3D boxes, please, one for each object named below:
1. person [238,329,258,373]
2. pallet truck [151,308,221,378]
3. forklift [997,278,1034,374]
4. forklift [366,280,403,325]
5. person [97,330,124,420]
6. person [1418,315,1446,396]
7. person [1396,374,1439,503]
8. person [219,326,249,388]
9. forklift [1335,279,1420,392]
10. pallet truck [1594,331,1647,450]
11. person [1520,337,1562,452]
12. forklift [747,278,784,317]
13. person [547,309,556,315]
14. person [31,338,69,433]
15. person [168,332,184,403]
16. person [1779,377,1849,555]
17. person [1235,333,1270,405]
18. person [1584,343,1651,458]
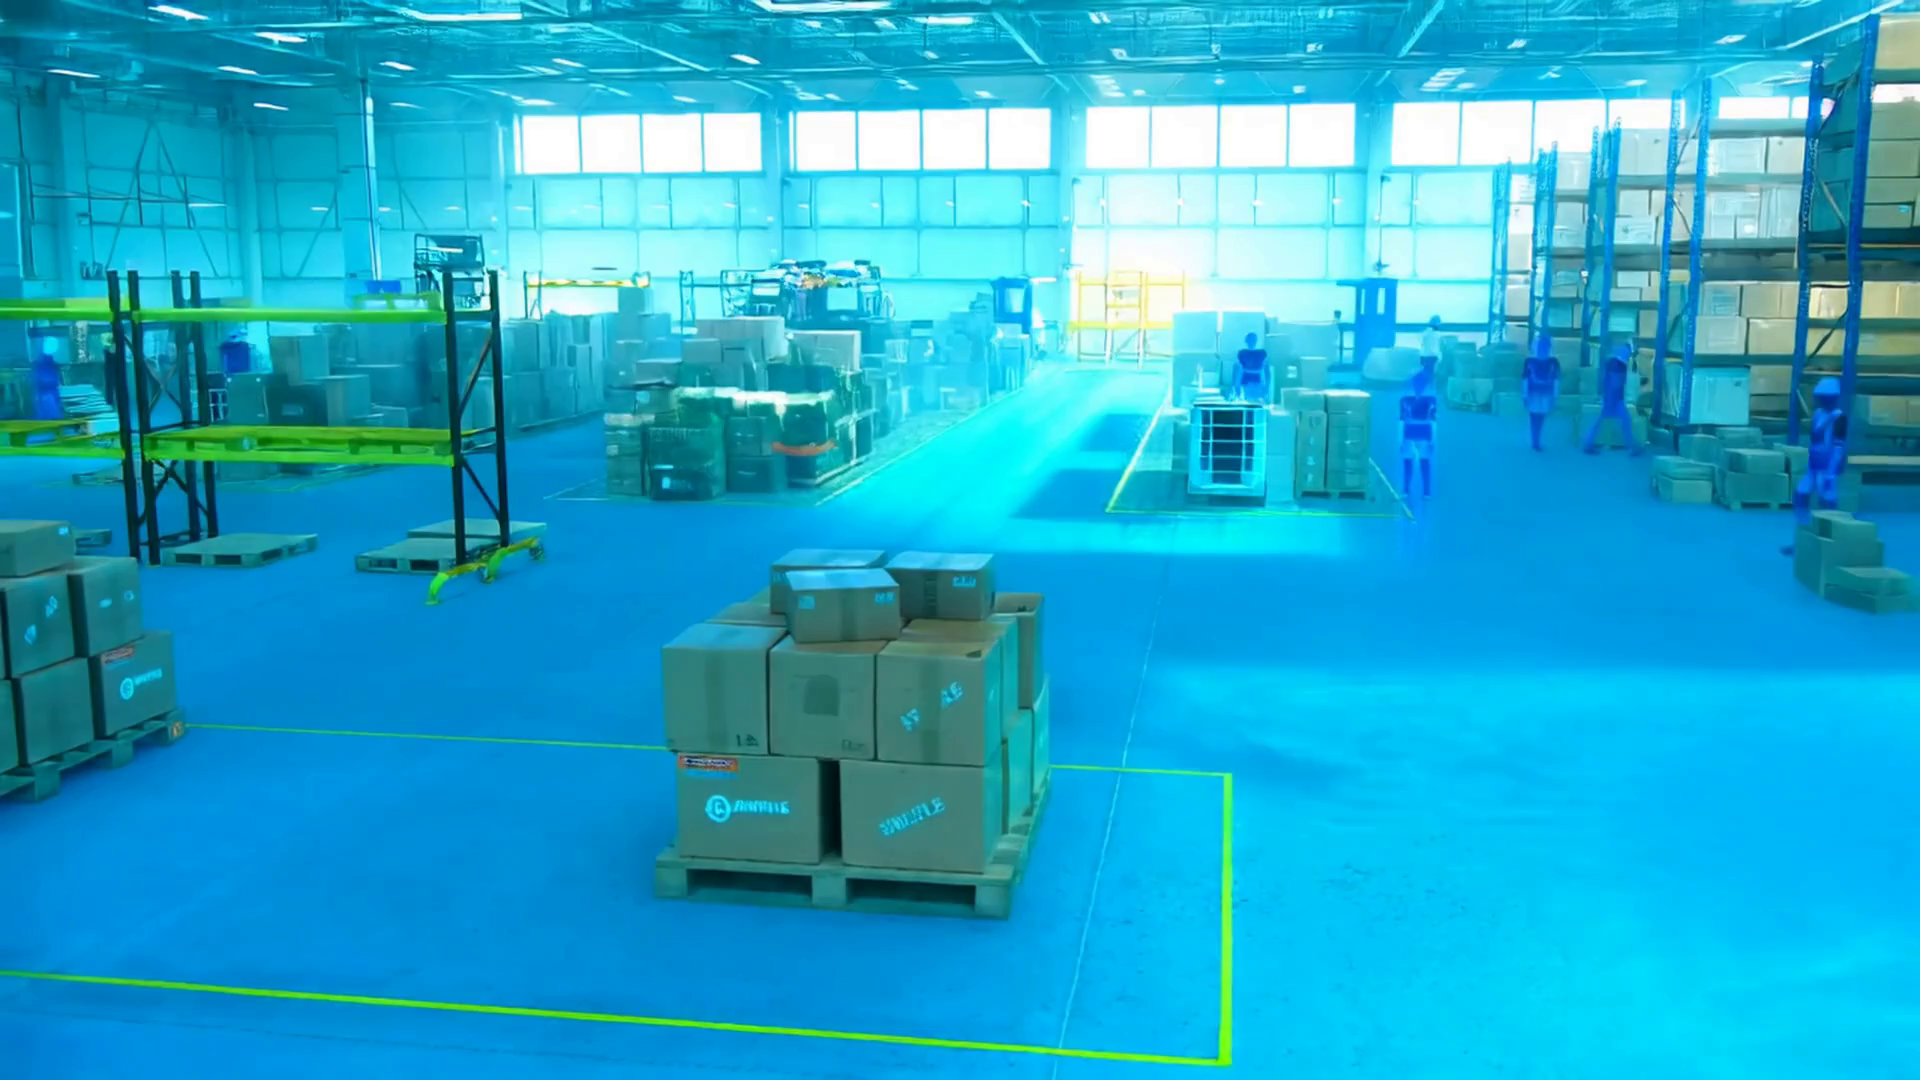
[{"bbox_3d":[-15.686,-3.746,36.512,0.493,1.743,0.301,-3,10,-16],"label":"person"},{"bbox_3d":[-21.869,-5.598,47.154,0.823,1.965,1.885,4,10,26],"label":"pallet truck"},{"bbox_3d":[1.524,-6.126,47.697,1.129,2.768,1.873,1,9,9],"label":"forklift"},{"bbox_3d":[-12.302,-4.178,35.681,1.873,2.768,1.129,1,9,9],"label":"forklift"},{"bbox_3d":[-17.334,-3.375,34.011,0.513,1.826,0.732,-6,11,-32],"label":"person"},{"bbox_3d":[11.513,-4.473,40.354,0.616,1.946,0.966,-4,10,-23],"label":"person"},{"bbox_3d":[5.966,-1.326,21.725,0.541,1.698,0.315,0,9,-2],"label":"person"},{"bbox_3d":[-14.740,-3.381,33.755,0.646,1.913,0.779,0,9,2],"label":"person"},{"bbox_3d":[10.612,-5.198,41.975,1.129,2.768,1.873,-7,11,-35],"label":"forklift"},{"bbox_3d":[11.253,-2.573,28.499,0.823,1.965,1.885,5,10,27],"label":"pallet truck"},{"bbox_3d":[9.734,-2.422,27.797,0.622,1.910,1.037,1,9,5],"label":"person"},{"bbox_3d":[-5.096,-5.498,43.826,1.129,2.768,1.873,-3,10,-15],"label":"forklift"},{"bbox_3d":[-12.054,-5.955,49.716,0.451,1.884,0.736,-5,10,-28],"label":"person"},{"bbox_3d":[-15.498,-2.494,28.347,0.923,1.885,0.657,-7,11,-36],"label":"person"},{"bbox_3d":[-17.881,-3.933,38.030,0.521,1.632,0.310,5,11,30],"label":"person"},{"bbox_3d":[8.982,-0.747,17.471,0.694,1.915,0.585,-1,9,-4],"label":"person"},{"bbox_3d":[5.369,-2.856,30.541,0.658,1.898,0.561,0,9,-2],"label":"person"},{"bbox_3d":[10.678,-2.259,26.986,1.050,1.869,0.656,8,12,39],"label":"person"}]
